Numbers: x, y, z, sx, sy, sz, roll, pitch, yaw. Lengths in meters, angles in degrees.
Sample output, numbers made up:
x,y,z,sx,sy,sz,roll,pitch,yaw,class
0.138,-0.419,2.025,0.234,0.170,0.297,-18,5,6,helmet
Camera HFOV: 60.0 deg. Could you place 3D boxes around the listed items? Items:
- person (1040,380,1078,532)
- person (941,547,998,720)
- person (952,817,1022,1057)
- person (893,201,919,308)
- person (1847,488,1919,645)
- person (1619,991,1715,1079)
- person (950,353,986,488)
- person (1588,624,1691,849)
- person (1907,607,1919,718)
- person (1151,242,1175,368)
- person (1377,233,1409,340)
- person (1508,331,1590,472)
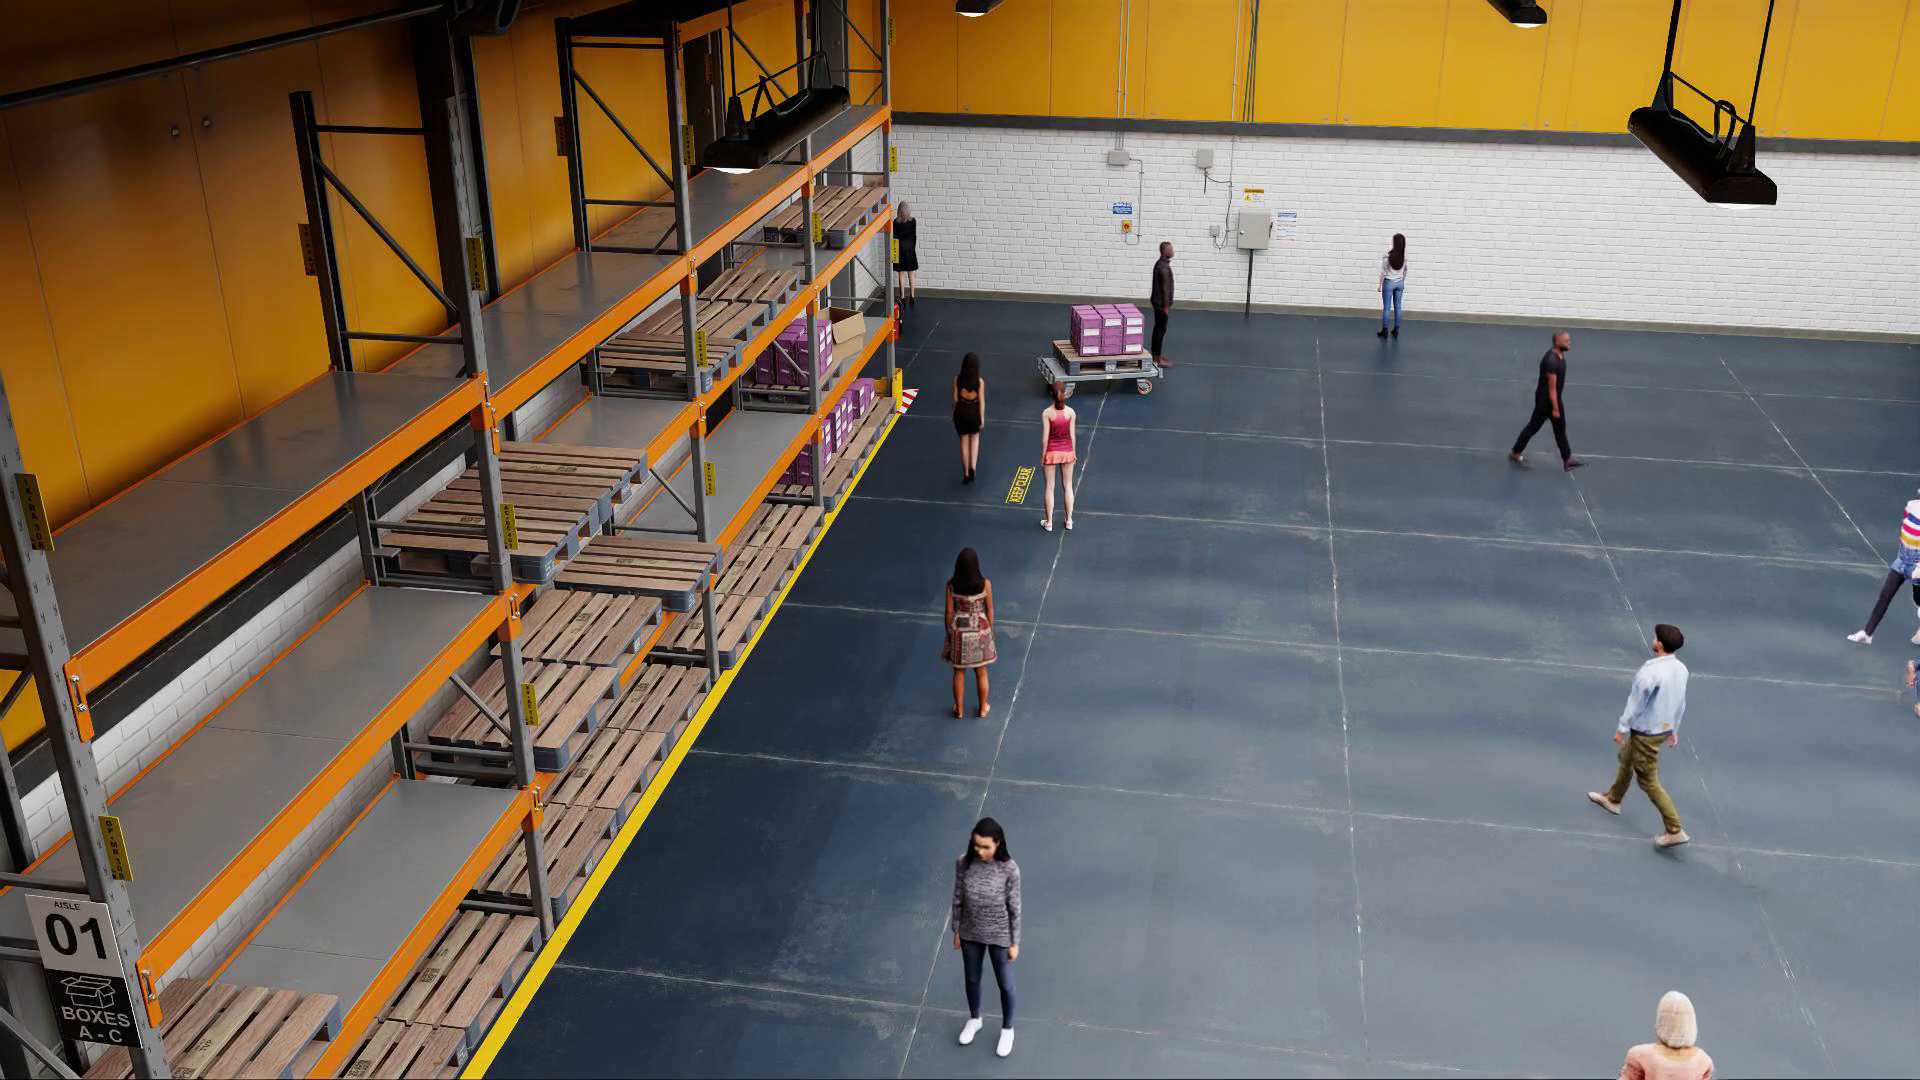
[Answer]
x,y,z,sx,sy,sz,roll,pitch,yaw,class
1.100,-0.957,18.772,0.635,1.753,0.641,-3,24,-8,person
0.075,0.828,14.824,0.688,1.645,0.592,0,24,-1,person
0.185,2.536,10.806,0.642,1.732,0.582,8,25,17,person
-0.909,-4.728,27.406,0.695,1.747,0.723,-9,25,-20,person
9.281,0.240,16.025,1.021,1.759,1.198,-5,24,-11,person
3.838,3.303,9.121,0.711,1.678,1.128,0,24,1,person
0.091,-1.415,19.971,0.615,1.631,0.643,0,24,1,person
5.459,1.558,12.998,1.193,1.769,1.248,-16,28,-32,person
8.804,0.786,14.982,0.665,1.595,0.967,1,24,3,person
2.964,-3.474,24.427,0.785,1.835,0.566,0,24,0,person
6.718,-3.947,25.758,0.676,1.635,0.663,-7,25,-15,person
7.129,-1.689,20.426,1.052,1.769,1.228,14,27,29,person
